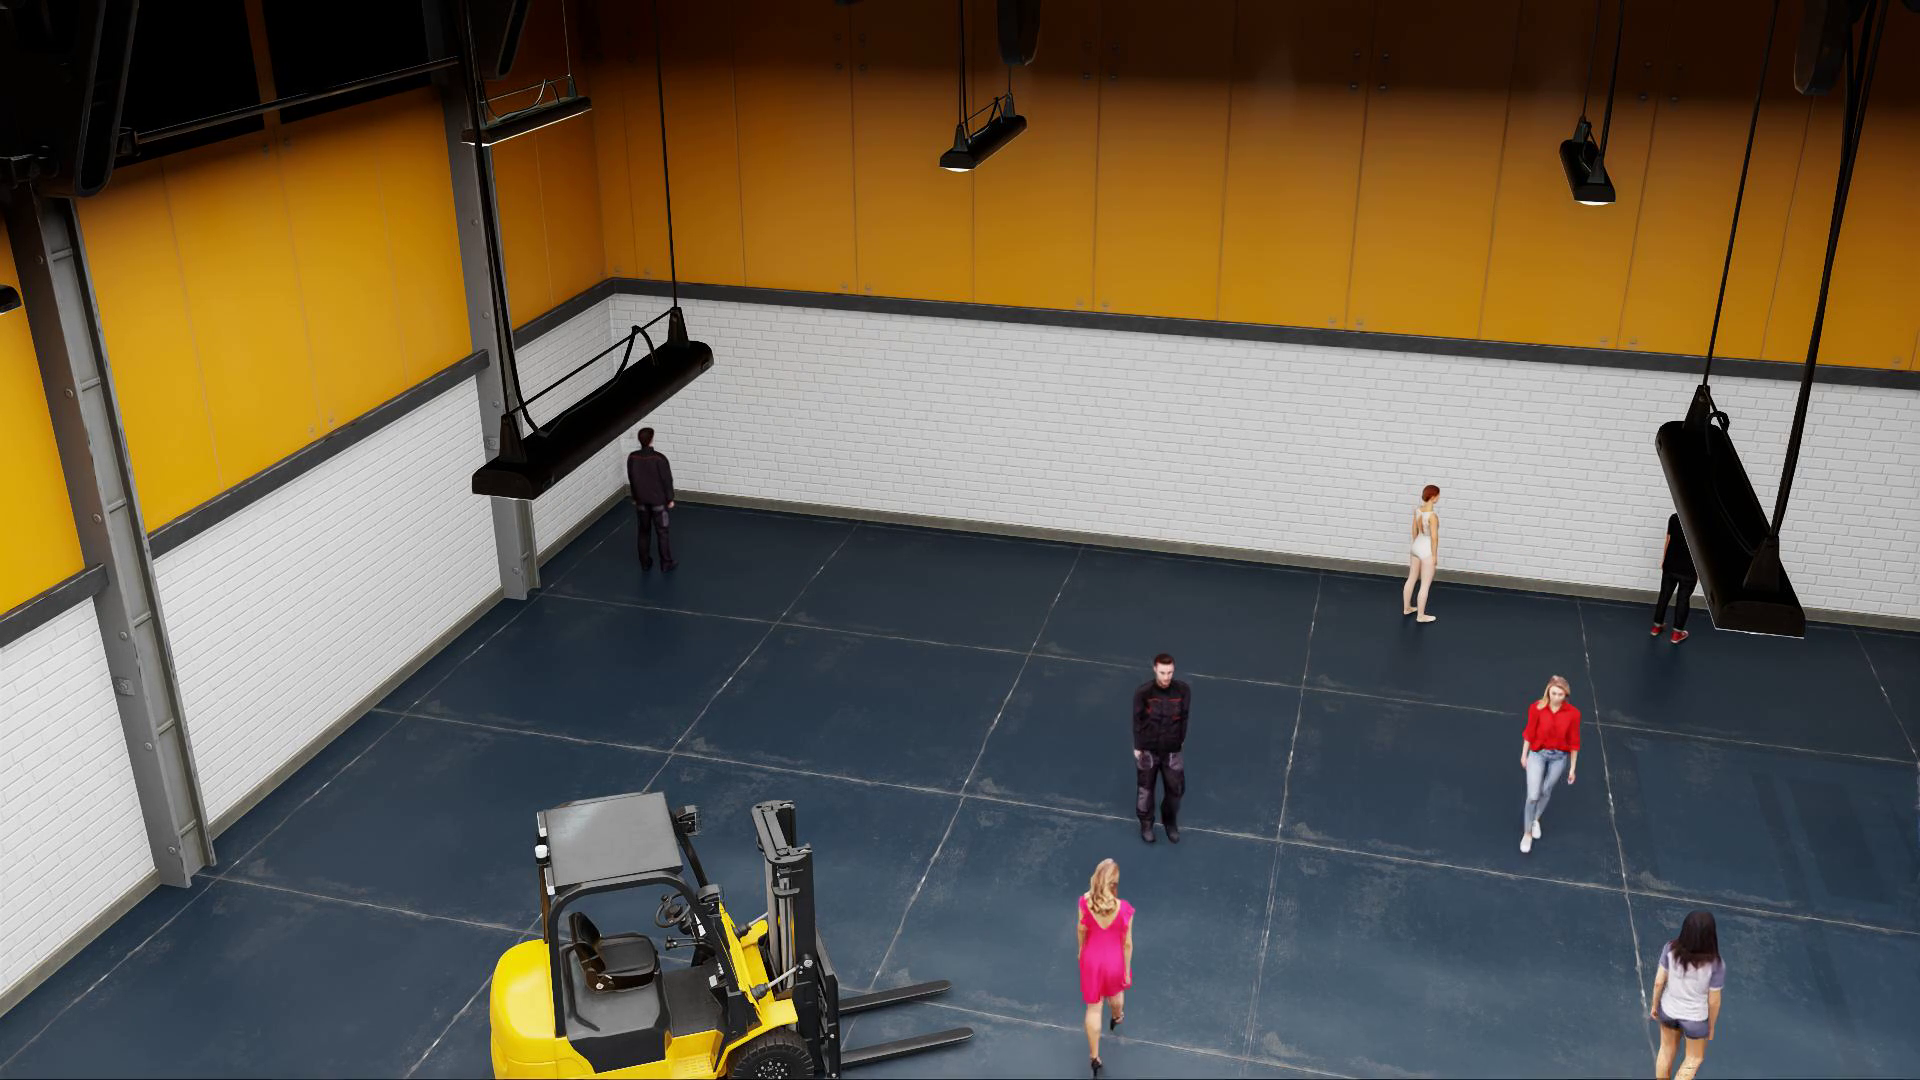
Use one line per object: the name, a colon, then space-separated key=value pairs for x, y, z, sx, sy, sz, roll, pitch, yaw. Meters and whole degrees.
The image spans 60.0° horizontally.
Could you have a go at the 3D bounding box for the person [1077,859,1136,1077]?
person: x=1.024 y=3.148 z=12.113 sx=0.582 sy=1.700 sz=0.911 roll=7 pitch=24 yaw=15

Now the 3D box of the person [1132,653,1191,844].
person: x=1.766 y=1.821 z=14.904 sx=0.767 sy=1.897 sz=0.754 roll=-1 pitch=24 yaw=-2

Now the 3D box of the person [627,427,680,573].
person: x=-3.768 y=-0.494 z=20.272 sx=0.726 sy=1.838 sz=0.558 roll=5 pitch=24 yaw=11

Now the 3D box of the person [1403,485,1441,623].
person: x=5.311 y=0.139 z=19.067 sx=0.670 sy=1.644 sz=0.590 roll=-10 pitch=26 yaw=-22

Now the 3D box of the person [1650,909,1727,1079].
person: x=5.034 y=3.357 z=11.606 sx=0.767 sy=1.723 sz=0.882 roll=18 pitch=30 yaw=36

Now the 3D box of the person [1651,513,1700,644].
person: x=8.063 y=0.287 z=18.589 sx=0.703 sy=1.756 sz=0.710 roll=21 pitch=31 yaw=39

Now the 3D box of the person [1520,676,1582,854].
person: x=5.274 y=1.927 z=14.928 sx=0.636 sy=1.683 sz=0.790 roll=5 pitch=24 yaw=10
